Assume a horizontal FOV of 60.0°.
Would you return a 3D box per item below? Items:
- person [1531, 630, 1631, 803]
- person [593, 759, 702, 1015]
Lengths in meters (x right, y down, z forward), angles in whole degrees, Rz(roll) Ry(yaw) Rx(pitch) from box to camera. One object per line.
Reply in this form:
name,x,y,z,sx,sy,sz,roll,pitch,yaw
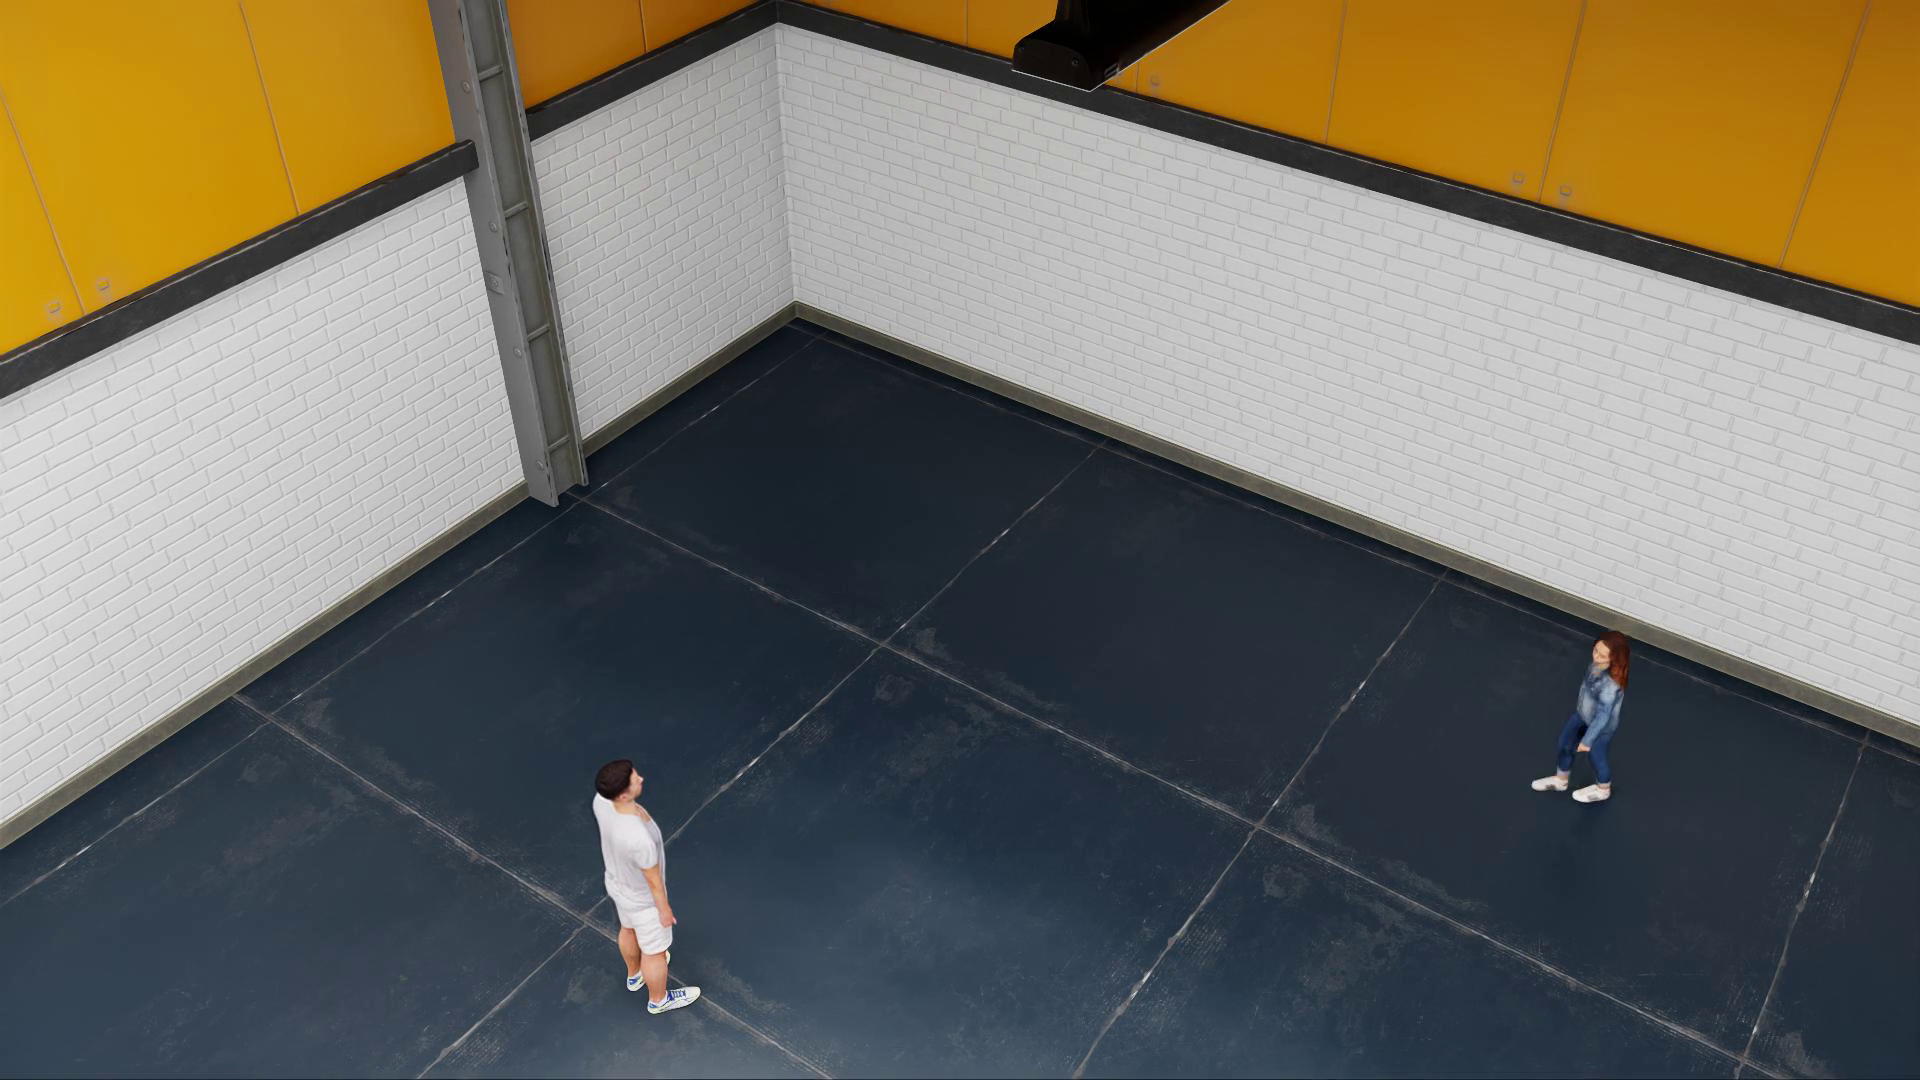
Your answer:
person,4.019,1.100,10.334,0.838,1.456,0.793,4,39,5
person,-1.762,1.874,9.047,0.662,1.854,0.742,-27,46,-29
